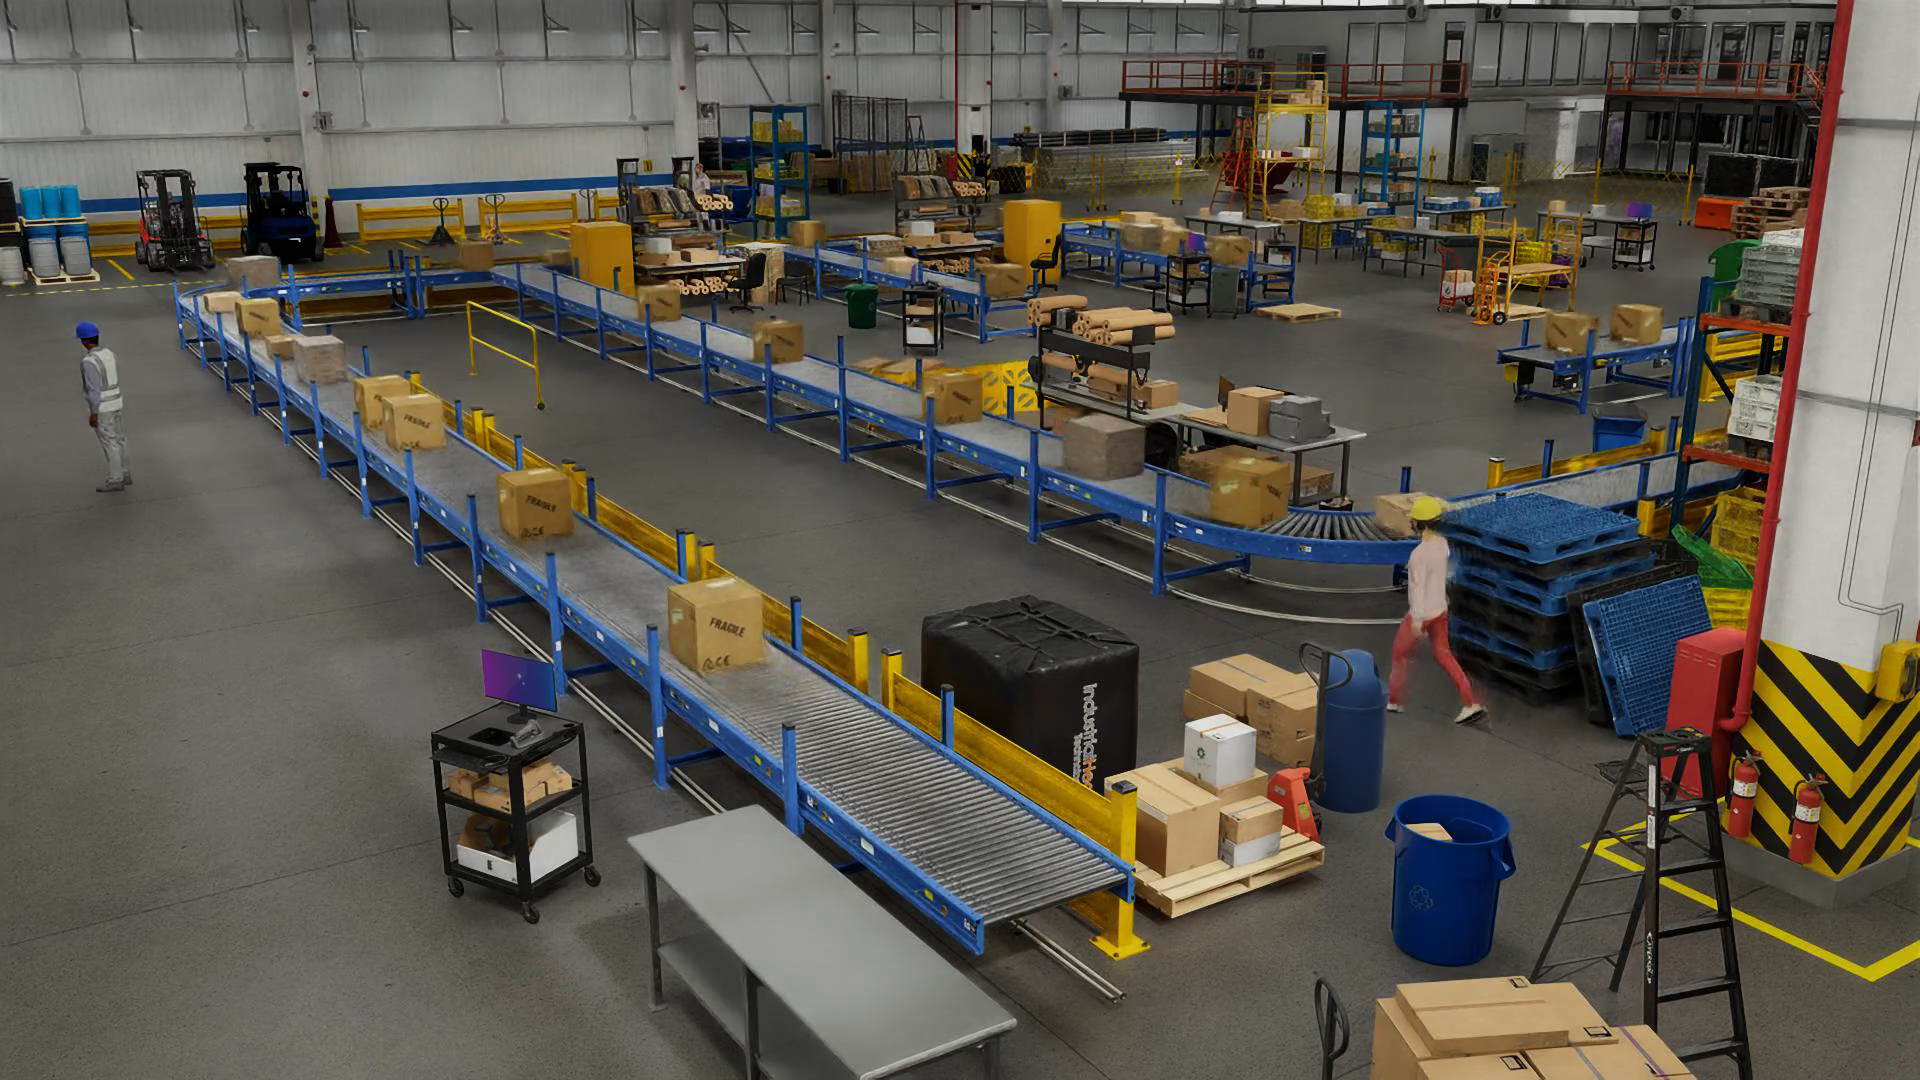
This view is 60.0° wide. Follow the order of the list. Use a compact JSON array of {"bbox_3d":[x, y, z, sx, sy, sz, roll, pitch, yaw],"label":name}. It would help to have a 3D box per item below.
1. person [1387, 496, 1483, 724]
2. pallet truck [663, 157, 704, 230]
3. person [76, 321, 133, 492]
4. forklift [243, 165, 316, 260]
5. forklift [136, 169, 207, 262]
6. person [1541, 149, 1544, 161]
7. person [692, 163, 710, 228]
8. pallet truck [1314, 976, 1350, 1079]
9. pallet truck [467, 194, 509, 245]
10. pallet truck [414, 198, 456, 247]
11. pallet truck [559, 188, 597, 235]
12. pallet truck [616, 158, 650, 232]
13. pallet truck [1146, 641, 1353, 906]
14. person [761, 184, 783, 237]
[{"bbox_3d":[3.546,0.532,12.418,0.865,1.733,0.534,15,22,41],"label":"person"},{"bbox_3d":[-7.586,-9.308,44.692,0.823,1.965,1.885,-11,20,-33],"label":"pallet truck"},{"bbox_3d":[-9.706,-1.510,18.834,0.402,1.944,0.605,-1,17,-3],"label":"person"},{"bbox_3d":[-15.898,-7.669,38.708,1.157,1.987,2.680,-11,20,-33],"label":"forklift"},{"bbox_3d":[-17.842,-7.318,37.559,1.157,1.987,2.680,-10,20,-31],"label":"forklift"},{"bbox_3d":[21.833,-14.492,62.568,0.496,1.625,0.287,9,19,28],"label":"person"},{"bbox_3d":[-6.752,-8.807,43.173,0.410,1.913,0.651,-15,22,-40],"label":"person"},{"bbox_3d":[2.299,2.390,7.086,1.601,1.201,0.680,-2,17,-7],"label":"pallet truck"},{"bbox_3d":[-11.983,-8.177,42.137,0.704,1.261,1.522,-11,20,-33],"label":"pallet truck"},{"bbox_3d":[-13.250,-8.060,41.856,0.680,1.201,1.601,-10,20,-31],"label":"pallet truck"},{"bbox_3d":[-10.010,-8.652,43.699,0.653,1.274,1.630,-10,20,-31],"label":"pallet truck"},{"bbox_3d":[-8.918,-9.176,44.255,0.823,1.965,1.885,-9,19,-27],"label":"pallet truck"},{"bbox_3d":[1.664,1.407,10.232,1.630,1.274,0.653,-10,20,-31],"label":"pallet truck"},{"bbox_3d":[-4.632,-8.255,41.207,0.674,2.001,0.462,5,17,16],"label":"person"}]
